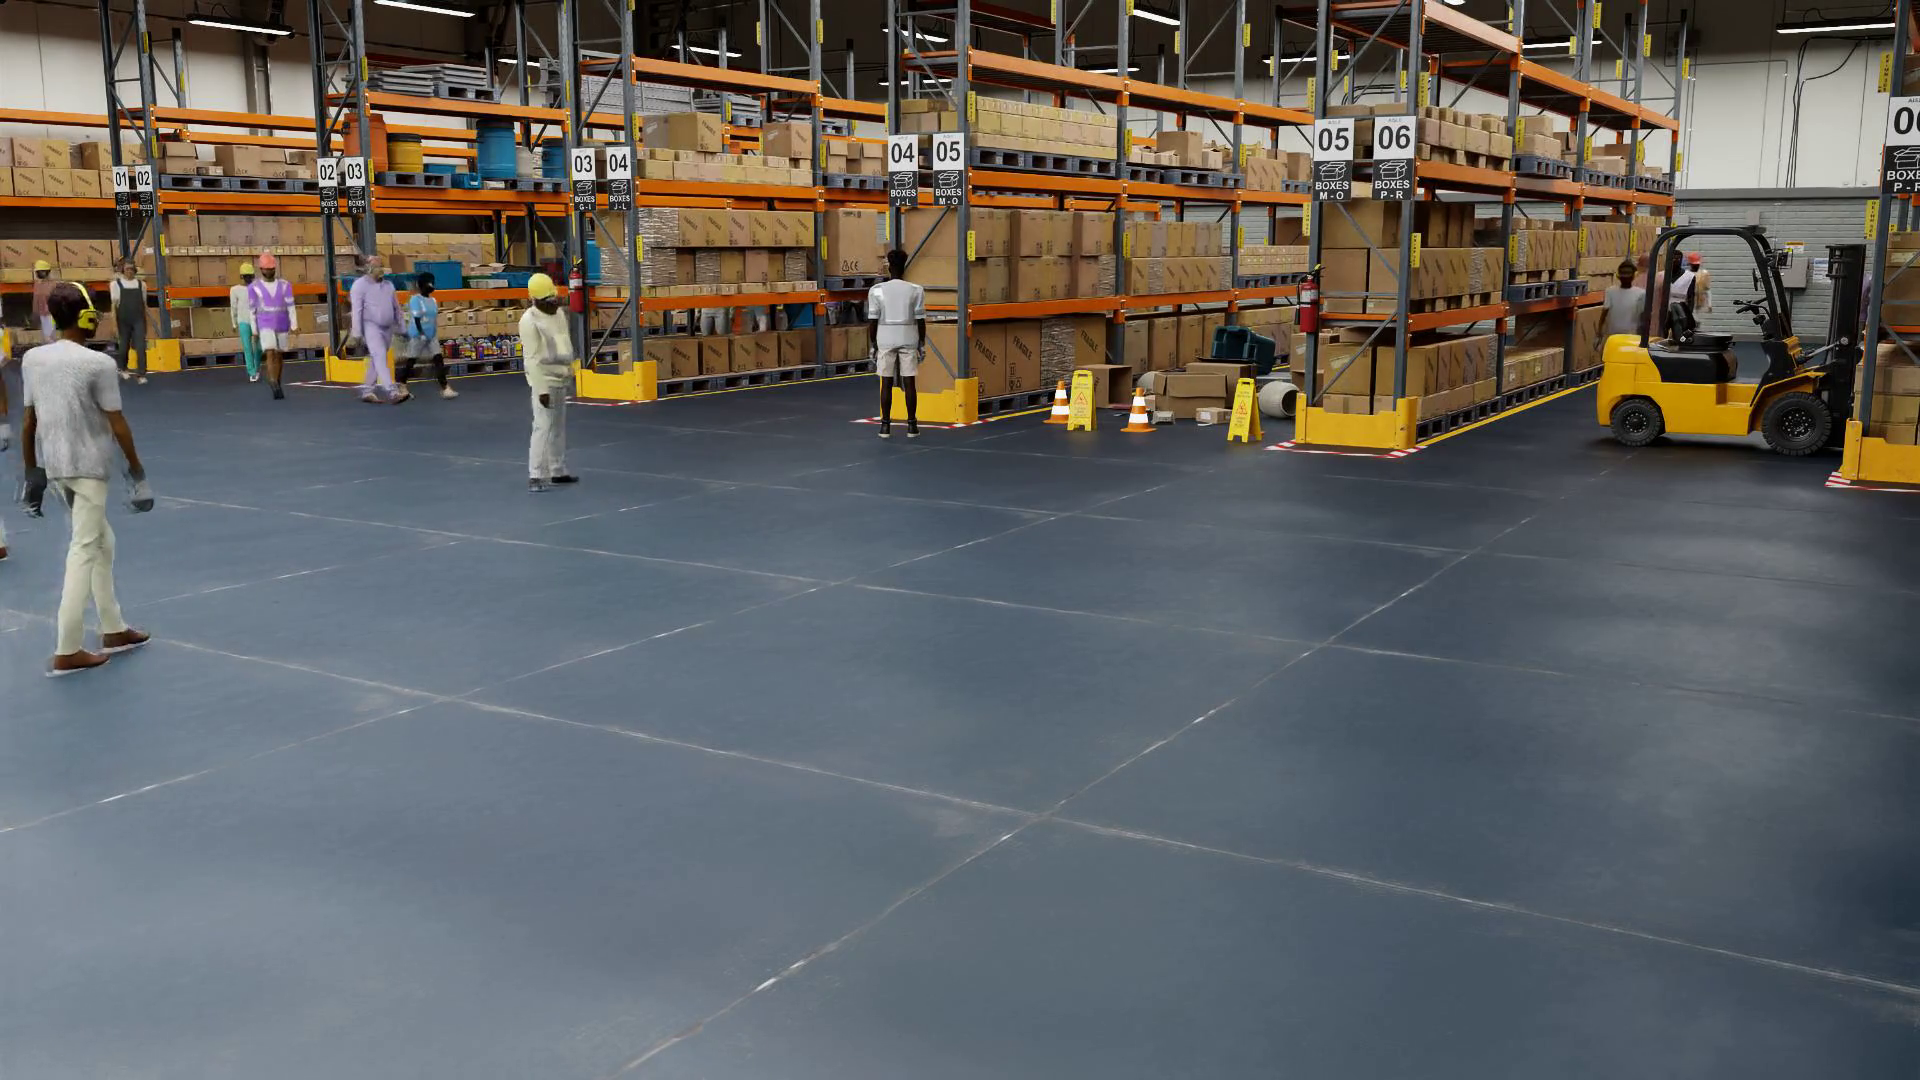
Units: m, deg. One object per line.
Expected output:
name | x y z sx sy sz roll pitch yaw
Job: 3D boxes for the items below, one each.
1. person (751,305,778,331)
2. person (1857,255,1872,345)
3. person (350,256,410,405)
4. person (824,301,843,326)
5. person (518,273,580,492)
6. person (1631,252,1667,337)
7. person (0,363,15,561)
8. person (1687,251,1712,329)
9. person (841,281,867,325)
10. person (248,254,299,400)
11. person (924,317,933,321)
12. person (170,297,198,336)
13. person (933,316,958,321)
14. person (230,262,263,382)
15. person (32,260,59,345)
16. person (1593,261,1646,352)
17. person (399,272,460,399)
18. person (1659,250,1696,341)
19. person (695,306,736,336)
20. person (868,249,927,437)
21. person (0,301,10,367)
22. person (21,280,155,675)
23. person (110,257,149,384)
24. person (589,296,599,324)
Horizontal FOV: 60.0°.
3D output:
person | -3.296 -3.743 27.911 0.513 1.593 0.828 10 14 44
person | 12.796 -3.179 23.842 0.585 1.920 0.392 6 12 30
person | -7.219 -2.615 20.829 0.989 1.853 0.666 5 11 26
person | -2.161 -3.982 27.989 0.397 2.043 0.610 -9 13 -41
person | -3.365 -1.298 13.699 0.406 1.785 0.680 2 10 12
person | 9.947 -3.235 24.217 0.661 1.891 0.540 6 12 32
person | -6.200 -0.729 10.304 0.550 1.848 0.580 3 11 18
person | 13.202 -4.263 30.018 0.610 1.890 0.839 -1 10 -4
person | -2.019 -4.624 31.846 0.611 1.959 0.994 5 11 27
person | -9.040 -2.810 21.882 0.549 1.893 1.005 -7 12 -35
person | -0.417 -3.288 24.951 0.511 1.722 0.636 8 13 37
person | -13.879 -4.185 29.682 0.627 1.847 0.429 1 10 8
person | -0.129 -3.011 22.593 0.608 2.036 0.398 6 12 32
person | -10.461 -3.213 24.518 0.528 1.748 0.678 -6 12 -29
person | -14.476 -3.540 26.337 0.545 1.747 0.546 4 11 21
person | 7.860 -2.400 19.778 0.516 1.820 0.995 9 13 40
person | -6.973 -2.648 21.614 0.919 1.648 0.531 5 11 24
person | 10.796 -3.427 25.219 0.596 1.921 0.380 7 12 34
person | -3.698 -3.418 25.148 0.629 1.933 0.358 0 10 3
person | -0.651 -2.048 17.366 0.613 1.965 0.361 -1 10 -3
person | -15.745 -3.672 26.839 0.576 1.846 0.953 3 11 15
person | -4.127 -0.314 7.995 0.540 1.838 0.788 3 11 18
person | -12.003 -3.167 24.052 0.520 1.827 0.787 -8 13 -38
person | -6.830 -4.179 30.255 0.528 1.625 0.376 6 12 32
